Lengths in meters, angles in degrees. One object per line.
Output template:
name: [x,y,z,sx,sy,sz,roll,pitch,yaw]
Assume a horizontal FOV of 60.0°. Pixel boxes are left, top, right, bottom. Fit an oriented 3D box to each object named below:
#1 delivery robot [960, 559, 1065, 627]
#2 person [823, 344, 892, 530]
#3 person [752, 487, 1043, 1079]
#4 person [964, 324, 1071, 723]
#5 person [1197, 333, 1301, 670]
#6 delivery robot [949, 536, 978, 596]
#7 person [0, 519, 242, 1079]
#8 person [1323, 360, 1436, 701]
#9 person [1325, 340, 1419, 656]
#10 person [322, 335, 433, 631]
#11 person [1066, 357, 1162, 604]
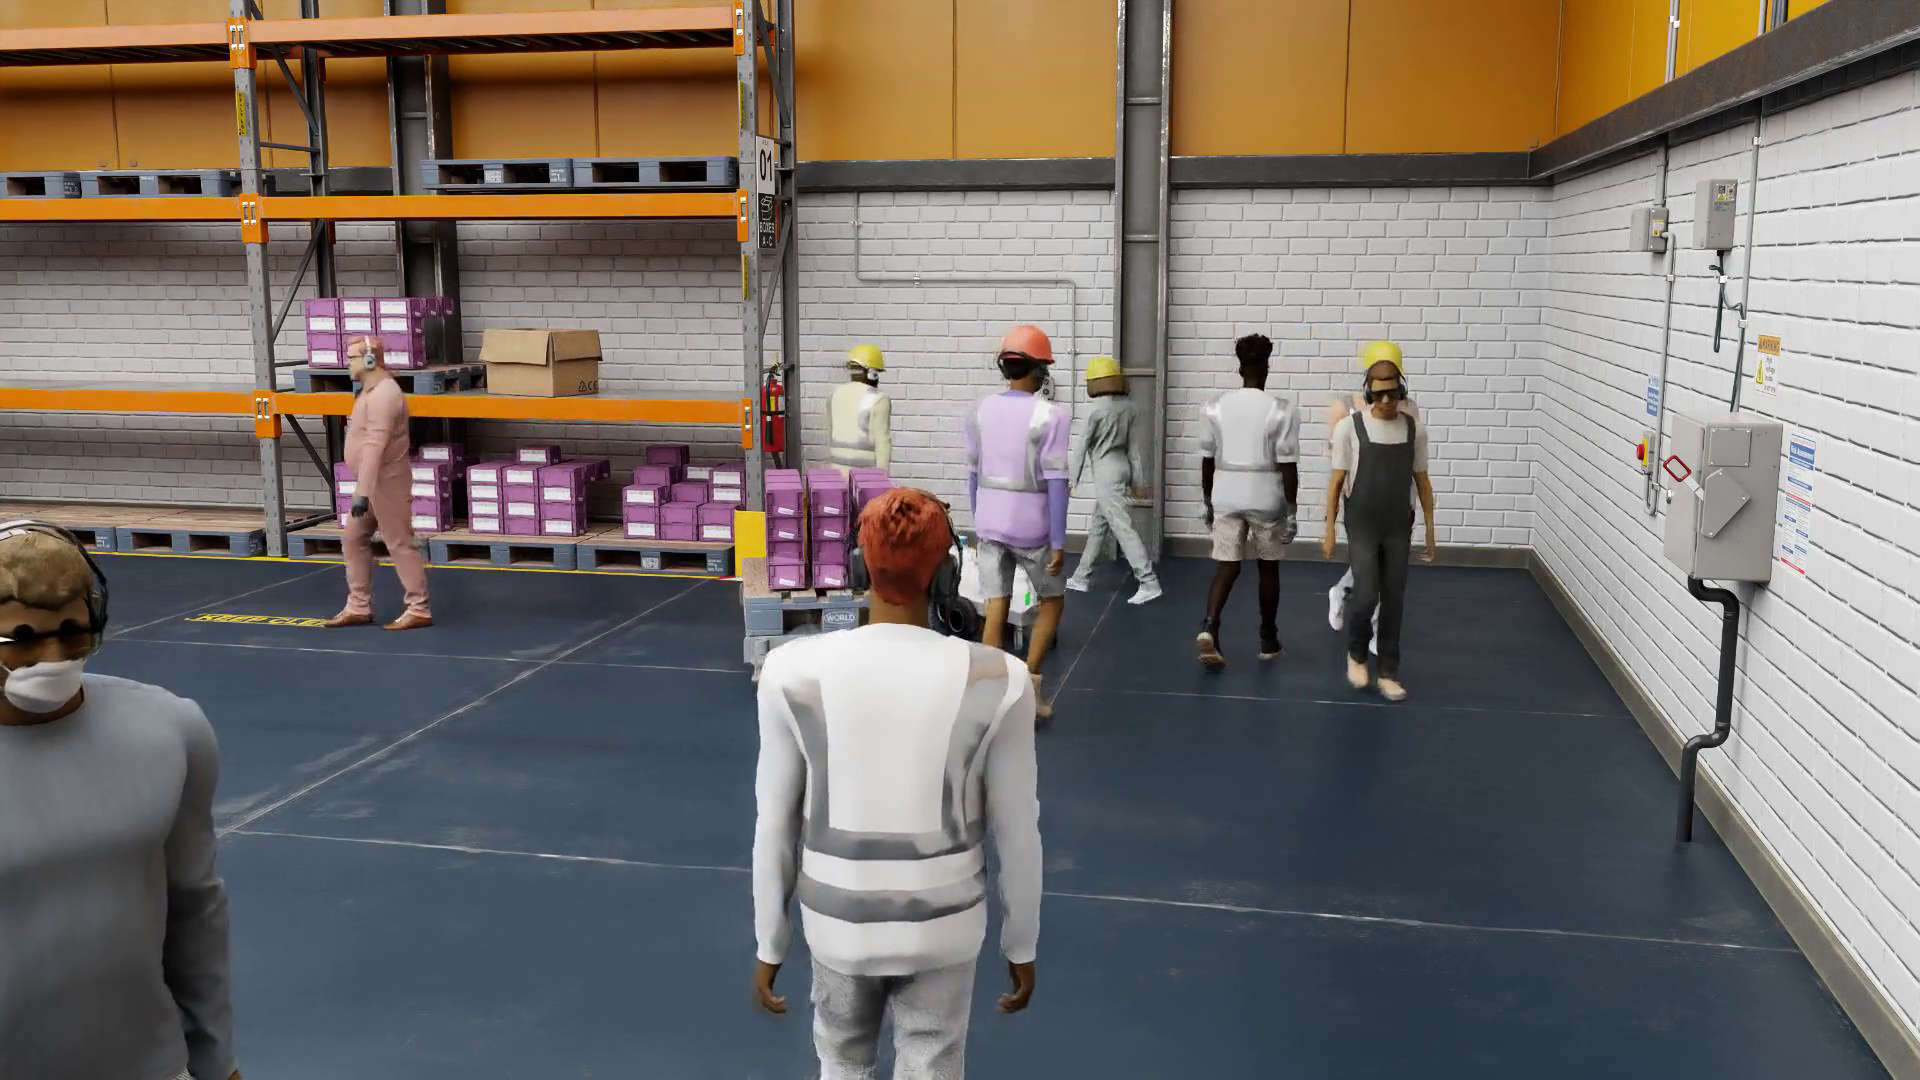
delivery robot: [0.316,0.324,10.137,0.477,0.478,0.707,-7,12,-37]
person: [-0.708,-0.474,11.575,0.612,1.778,0.931,7,12,36]
person: [-0.124,0.818,3.479,0.603,1.869,0.449,1,9,4]
person: [0.294,-0.056,8.300,0.624,2.022,0.479,6,11,31]
person: [1.641,-0.217,9.572,0.609,1.941,0.843,5,11,26]
delivery robot: [-0.004,0.216,10.790,0.477,0.478,0.707,-5,11,-29]
person: [-1.458,0.919,2.694,0.372,1.934,0.627,7,12,38]
person: [2.236,-0.040,8.797,0.630,1.824,0.407,-1,9,-7]
person: [2.477,-0.285,10.131,0.589,1.884,0.899,-3,10,-17]
person: [-3.729,-0.335,10.434,0.791,1.878,0.658,-5,11,-27]
person: [1.064,-0.421,11.520,0.935,1.684,0.498,8,13,42]
